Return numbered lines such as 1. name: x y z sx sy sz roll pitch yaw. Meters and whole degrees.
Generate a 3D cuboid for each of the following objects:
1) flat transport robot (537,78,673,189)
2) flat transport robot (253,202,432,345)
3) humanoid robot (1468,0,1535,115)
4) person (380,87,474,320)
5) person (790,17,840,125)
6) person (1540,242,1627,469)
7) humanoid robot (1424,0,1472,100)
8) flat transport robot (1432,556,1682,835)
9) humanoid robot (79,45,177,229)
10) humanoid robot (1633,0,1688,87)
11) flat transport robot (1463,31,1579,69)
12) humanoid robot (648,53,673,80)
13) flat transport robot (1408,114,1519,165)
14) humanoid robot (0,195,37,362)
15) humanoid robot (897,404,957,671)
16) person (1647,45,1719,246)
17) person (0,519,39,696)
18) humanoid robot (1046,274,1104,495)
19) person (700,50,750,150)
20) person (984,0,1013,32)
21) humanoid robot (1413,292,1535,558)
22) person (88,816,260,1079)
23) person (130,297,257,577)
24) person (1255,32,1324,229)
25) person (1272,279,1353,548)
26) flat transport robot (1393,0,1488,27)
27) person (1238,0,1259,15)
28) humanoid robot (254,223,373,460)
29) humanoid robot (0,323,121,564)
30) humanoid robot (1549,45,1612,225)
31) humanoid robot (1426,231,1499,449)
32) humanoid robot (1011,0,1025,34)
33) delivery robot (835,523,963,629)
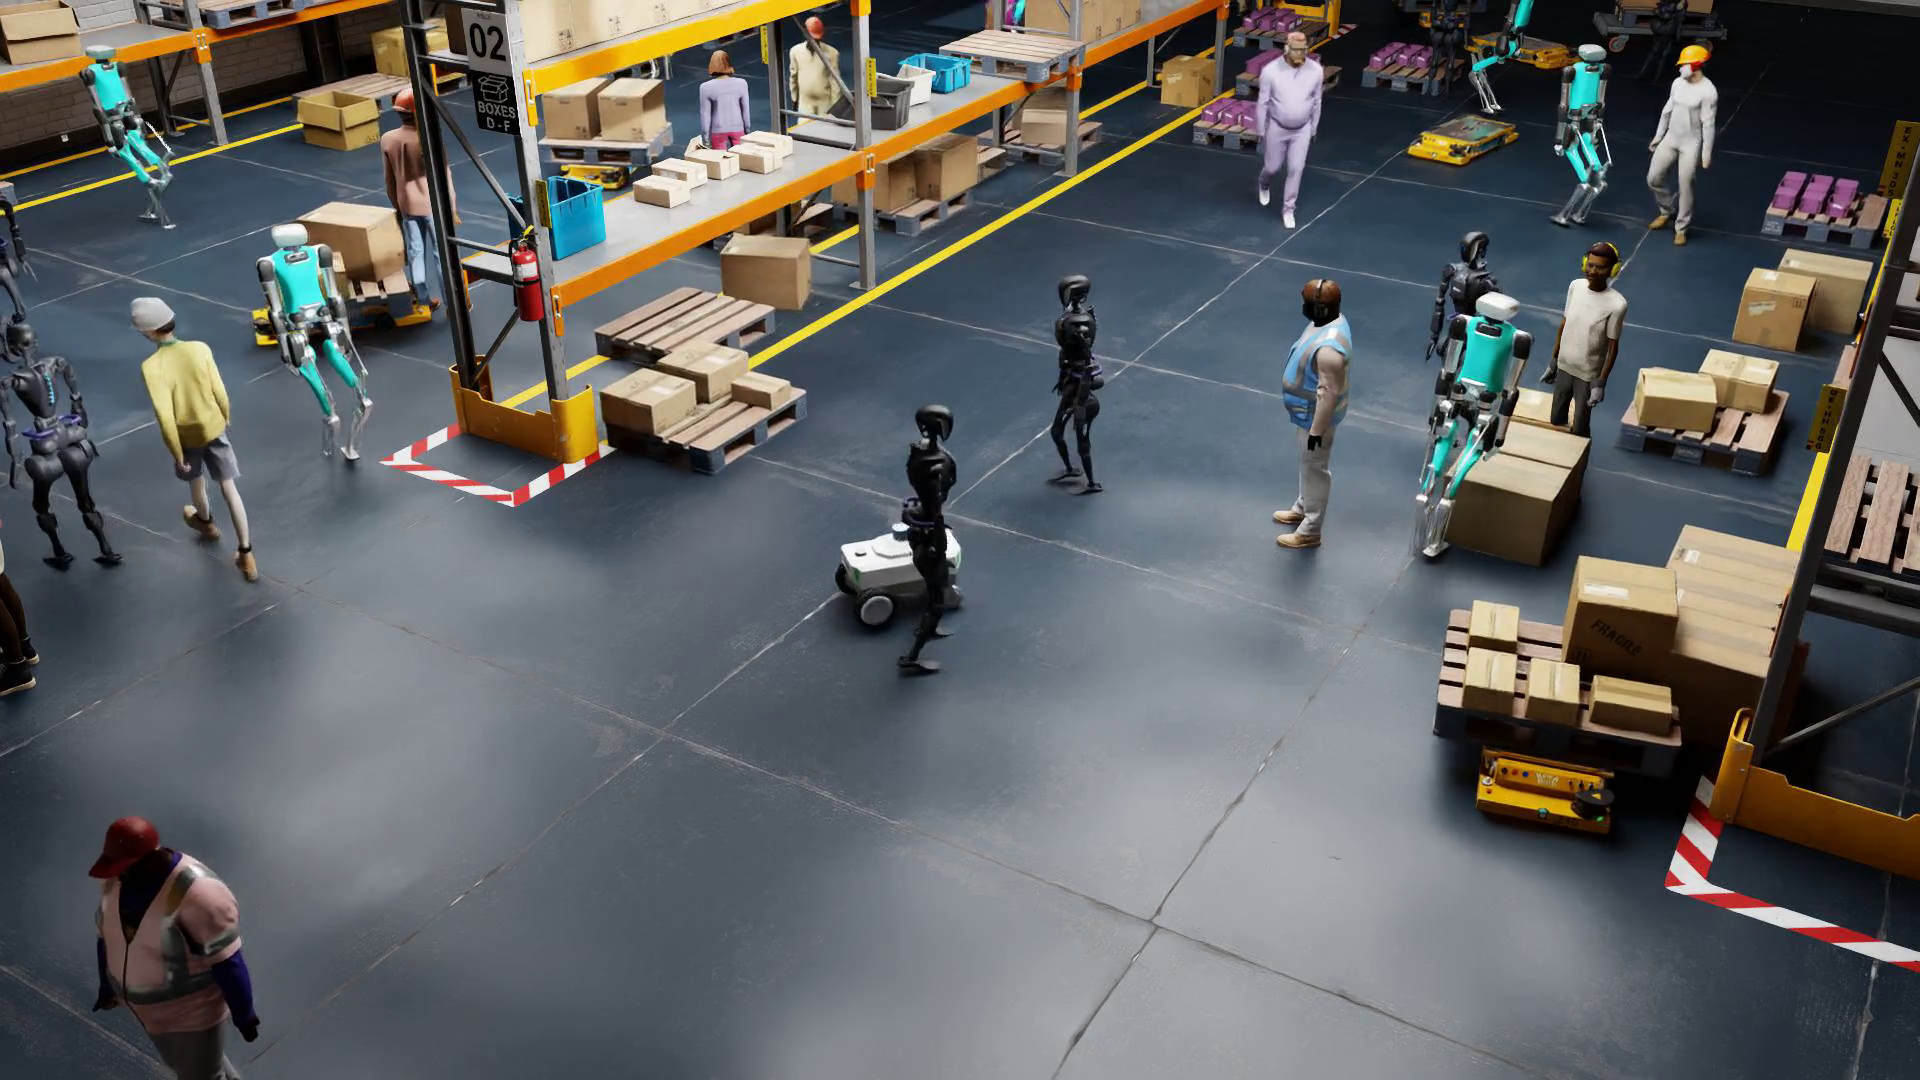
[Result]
1. flat transport robot: -3.868 -4.166 18.311 0.659 0.231 1.431 4 30 7
2. flat transport robot: -5.375 -1.989 14.460 1.431 0.231 0.659 -11 31 -19
3. humanoid robot: 6.422 -5.968 19.876 0.735 1.673 0.533 24 37 36
4. person: -4.592 -2.878 14.281 0.621 1.991 0.394 8 30 14
5. person: -1.557 -4.712 17.786 0.559 1.728 0.403 3 30 5
6. person: 4.195 -1.135 11.321 0.329 1.874 0.509 -15 33 -25
7. humanoid robot: 6.094 -6.385 20.795 0.315 1.653 0.599 -24 37 -36
8. flat transport robot: 3.212 1.051 9.083 0.659 0.231 1.431 9 31 16
9. humanoid robot: -8.116 -3.945 16.513 0.838 1.858 0.561 9 31 16
10. humanoid robot: 9.026 -6.659 21.293 0.395 1.638 0.587 -8 30 -14
11. flat transport robot: 7.709 -6.743 22.870 0.659 0.231 1.431 -20 35 -31
12. humanoid robot: -4.050 -6.808 21.545 0.547 1.813 0.793 5 30 9
13. flat transport robot: 5.789 -4.596 19.071 0.659 0.231 1.431 24 37 36
14. humanoid robot: -7.924 -2.272 13.534 0.473 1.630 0.597 26 39 38
15. humanoid robot: -0.190 -0.035 9.584 0.426 1.633 0.593 -4 30 -8
16. person: 6.998 -3.833 16.098 0.408 1.873 0.715 -16 33 -26
17. person: -5.558 -0.034 9.282 0.367 1.962 0.603 -9 31 -16
18. humanoid robot: 0.823 -1.047 11.369 0.379 1.646 0.601 -6 30 -11
19. person: -2.370 -4.134 16.876 0.497 1.628 0.285 -8 30 -13
20. person: 0.422 -6.419 20.700 0.450 1.833 0.549 19 34 29
21. humanoid robot: 3.166 -0.612 10.616 0.549 1.847 0.795 22 36 33
22. person: -2.997 1.761 6.330 0.656 1.743 0.487 11 31 19
23. person: -4.878 -0.705 10.595 0.518 1.824 0.960 -25 38 -37
24. person: 3.259 -4.120 16.590 0.648 1.884 0.731 -1 29 -1
25. person: 2.290 -0.818 10.798 0.431 1.837 0.623 4 30 7
26. flat transport robot: 7.147 -7.926 24.962 0.659 0.231 1.431 1 29 2
27. person: 4.491 -8.802 25.031 0.673 1.718 0.550 -21 36 -33
28. humanoid robot: -4.480 -1.290 11.758 0.536 1.798 0.790 -22 36 -34
29. humanoid robot: -5.755 -0.590 10.569 0.462 1.651 0.586 13 32 22
30. humanoid robot: 6.186 -3.936 16.330 0.531 1.722 0.697 -10 31 -16
31. humanoid robot: 3.674 -1.434 12.058 0.398 1.635 0.601 -17 34 -28
32. humanoid robot: 0.897 -7.177 22.248 0.555 1.889 0.779 6 30 11
33. delivery robot: -0.366 0.169 10.328 0.746 0.570 0.499 -9 31 -16
